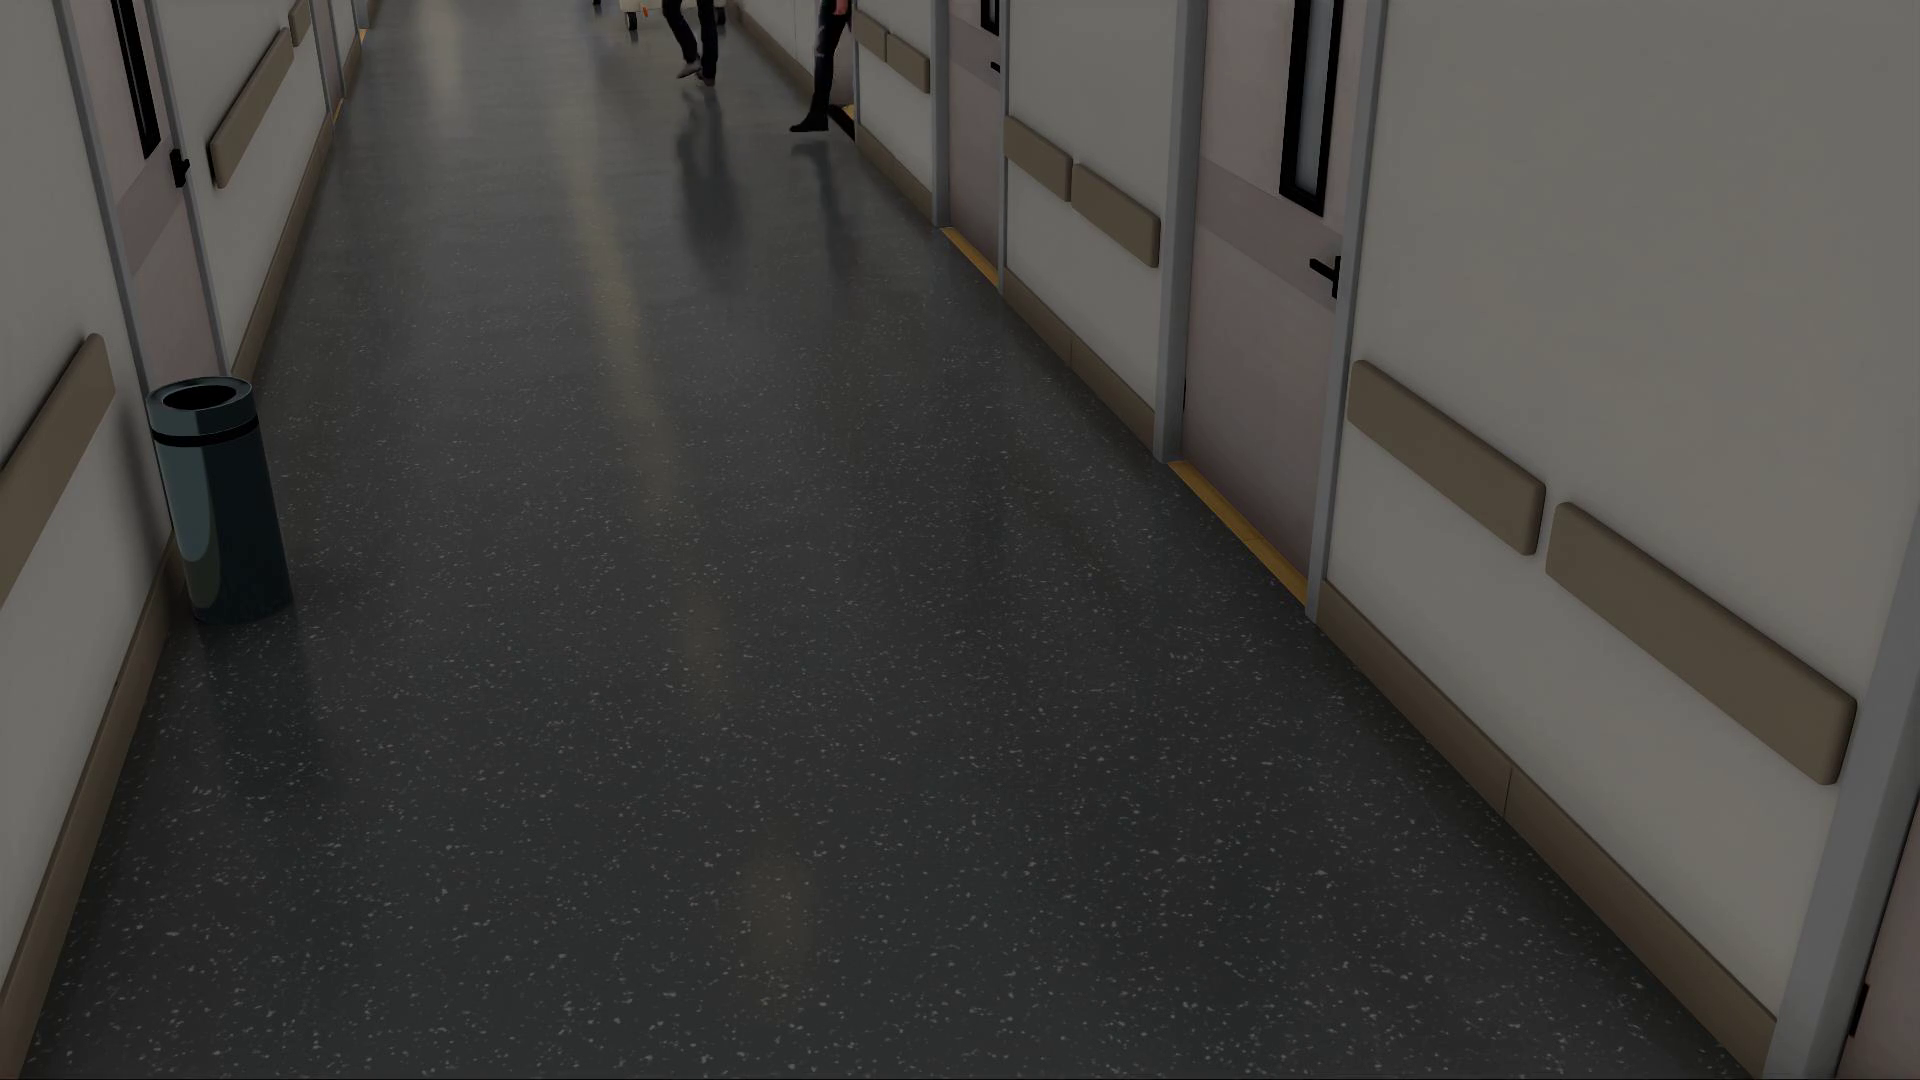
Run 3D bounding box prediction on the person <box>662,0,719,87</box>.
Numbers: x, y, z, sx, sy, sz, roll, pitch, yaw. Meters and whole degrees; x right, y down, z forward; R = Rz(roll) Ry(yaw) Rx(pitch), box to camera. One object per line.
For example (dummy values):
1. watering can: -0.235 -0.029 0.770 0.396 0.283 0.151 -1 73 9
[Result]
1. person: -2.032 -4.454 12.834 0.707 1.860 0.861 -17 30 -31
